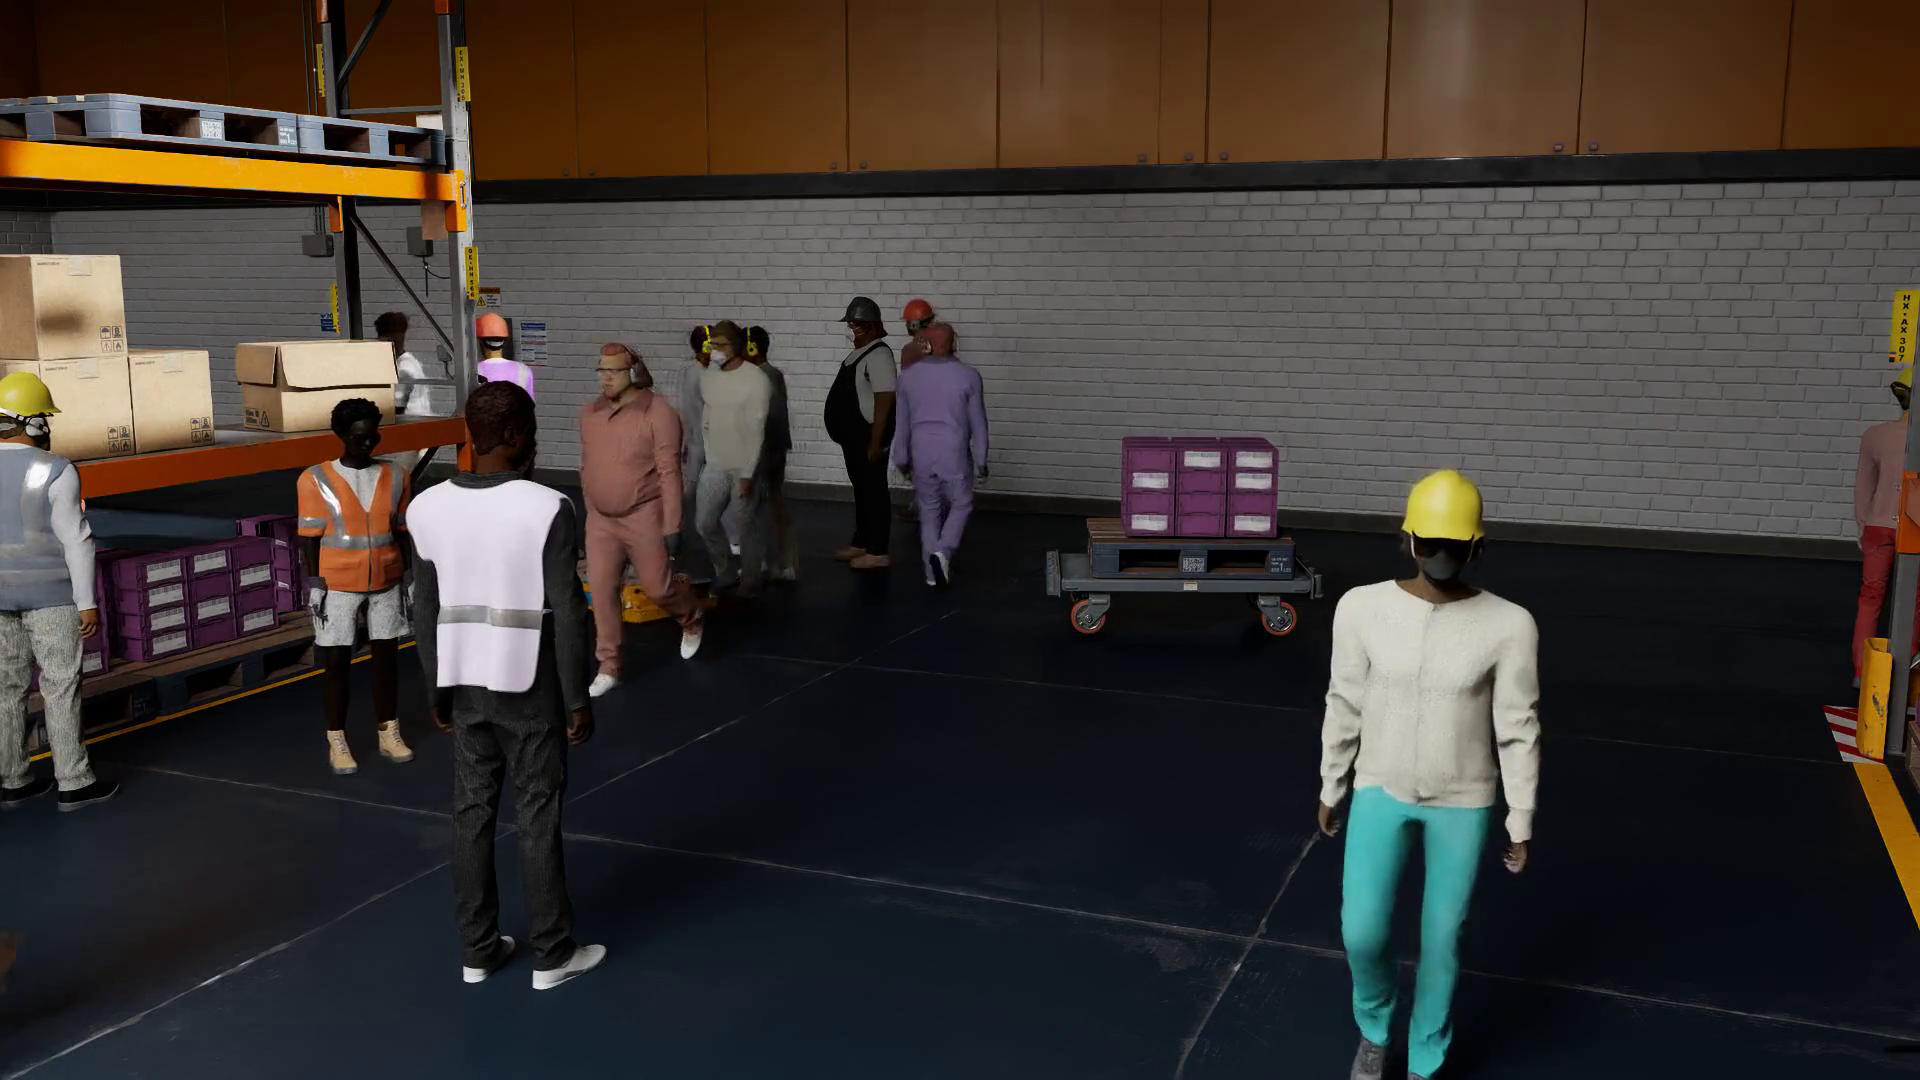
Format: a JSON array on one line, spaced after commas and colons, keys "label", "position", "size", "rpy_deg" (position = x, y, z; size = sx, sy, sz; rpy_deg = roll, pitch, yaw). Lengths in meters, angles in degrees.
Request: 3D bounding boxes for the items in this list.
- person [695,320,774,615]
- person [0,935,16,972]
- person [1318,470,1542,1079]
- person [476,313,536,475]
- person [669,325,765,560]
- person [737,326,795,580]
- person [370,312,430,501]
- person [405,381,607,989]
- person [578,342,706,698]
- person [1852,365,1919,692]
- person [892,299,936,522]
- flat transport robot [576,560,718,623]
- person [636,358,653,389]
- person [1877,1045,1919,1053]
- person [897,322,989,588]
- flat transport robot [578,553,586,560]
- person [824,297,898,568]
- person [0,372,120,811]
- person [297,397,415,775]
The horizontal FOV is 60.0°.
[{"label": "person", "position": [-1.469, -0.457, 10.777], "size": [0.628, 1.920, 0.440], "rpy_deg": [6, 11, 33]}, {"label": "person", "position": [-2.843, 0.633, 4.442], "size": [0.642, 1.830, 0.605], "rpy_deg": [3, 10, 20]}, {"label": "person", "position": [1.215, 0.685, 4.340], "size": [0.558, 1.749, 0.388], "rpy_deg": [3, 10, 18]}, {"label": "person", "position": [-3.286, -0.637, 11.817], "size": [0.551, 1.934, 0.373], "rpy_deg": [-8, 12, -39]}, {"label": "person", "position": [-2.046, -0.743, 12.860], "size": [0.978, 1.817, 0.527], "rpy_deg": [-2, 10, -12]}, {"label": "person", "position": [-1.441, -0.619, 12.002], "size": [0.622, 1.835, 0.547], "rpy_deg": [3, 10, 20]}, {"label": "person", "position": [-4.212, -0.741, 12.481], "size": [0.489, 1.927, 0.645], "rpy_deg": [-4, 10, -21]}, {"label": "person", "position": [-1.430, 0.464, 5.217], "size": [0.587, 1.915, 0.393], "rpy_deg": [3, 10, 17]}, {"label": "person", "position": [-1.729, -0.138, 9.001], "size": [0.659, 1.876, 0.850], "rpy_deg": [4, 10, 21]}, {"label": "person", "position": [4.957, -0.041, 8.734], "size": [0.329, 1.765, 0.525], "rpy_deg": [-5, 10, -27]}, {"label": "person", "position": [-0.357, -1.119, 14.585], "size": [0.568, 1.983, 0.640], "rpy_deg": [7, 12, 36]}, {"label": "flat transport robot", "position": [-2.337, 0.316, 11.074], "size": [1.431, 0.197, 0.652], "rpy_deg": [8, 12, 39]}, {"label": "person", "position": [-2.266, -0.461, 11.662], "size": [0.286, 1.633, 0.501], "rpy_deg": [-2, 10, -14]}, {"label": "person", "position": [0.535, 1.137, 0.947], "size": [0.651, 1.974, 0.458], "rpy_deg": [2, 10, 12]}, {"label": "person", "position": [-0.143, -0.577, 11.635], "size": [0.689, 1.878, 0.554], "rpy_deg": [3, 10, 19]}, {"label": "flat transport robot", "position": [-3.291, 0.134, 12.181], "size": [0.652, 0.197, 1.431], "rpy_deg": [-7, 12, -37]}, {"label": "person", "position": [-0.754, -0.812, 12.565], "size": [0.536, 2.000, 0.677], "rpy_deg": [-3, 10, -19]}, {"label": "person", "position": [-3.855, 0.220, 6.936], "size": [0.599, 1.830, 0.404], "rpy_deg": [2, 10, 10]}, {"label": "person", "position": [-2.701, 0.197, 7.512], "size": [0.537, 1.690, 0.326], "rpy_deg": [-8, 12, -39]}]
